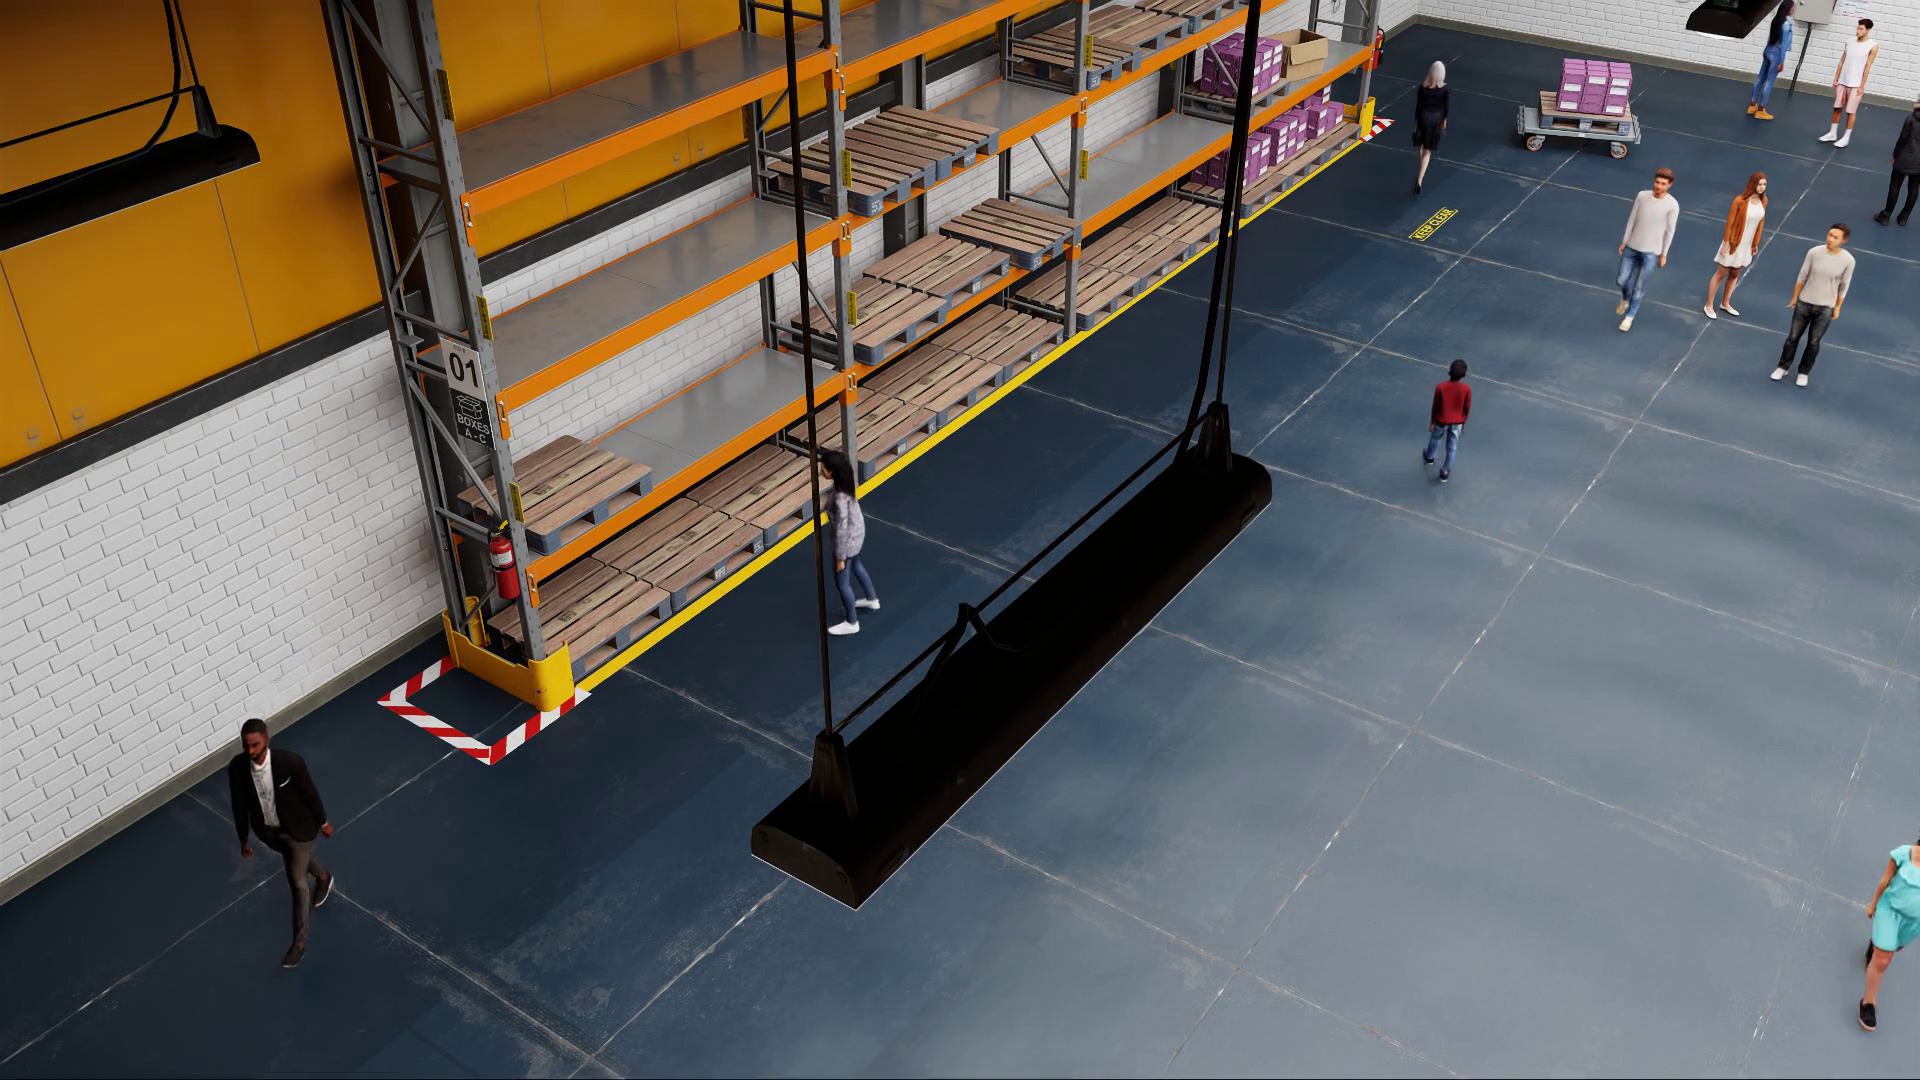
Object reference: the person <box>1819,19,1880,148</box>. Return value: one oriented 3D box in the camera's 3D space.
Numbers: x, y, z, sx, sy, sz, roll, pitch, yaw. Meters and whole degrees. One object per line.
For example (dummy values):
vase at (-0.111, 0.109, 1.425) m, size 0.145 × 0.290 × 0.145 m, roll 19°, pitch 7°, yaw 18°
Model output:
person at (12.618, -6.469, 23.491) m, size 0.735 × 1.778 × 0.739 m, roll -17°, pitch 37°, yaw -24°

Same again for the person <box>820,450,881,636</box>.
person at (-0.935, -0.003, 13.814) m, size 0.878 × 1.720 × 0.771 m, roll 3°, pitch 34°, yaw 4°

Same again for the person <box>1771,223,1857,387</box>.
person at (9.016, -2.503, 17.495) m, size 0.633 × 1.810 × 0.527 m, roll 21°, pitch 39°, yaw 29°

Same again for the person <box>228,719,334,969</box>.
person at (-4.436, 1.858, 10.991) m, size 1.112 × 1.747 × 1.284 m, roll 1°, pitch 34°, yaw 1°

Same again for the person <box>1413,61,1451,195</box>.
person at (6.190, -5.396, 21.956) m, size 0.780 × 1.690 × 1.261 m, roll 12°, pitch 36°, yaw 18°

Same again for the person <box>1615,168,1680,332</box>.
person at (7.665, -3.282, 18.591) m, size 0.685 × 1.893 × 0.754 m, roll 22°, pitch 39°, yaw 29°

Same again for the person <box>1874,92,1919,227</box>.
person at (12.054, -4.840, 21.040) m, size 0.711 × 1.778 × 0.724 m, roll 6°, pitch 34°, yaw 8°

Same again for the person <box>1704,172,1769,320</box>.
person at (8.831, -3.370, 18.878) m, size 0.703 × 1.722 × 0.776 m, roll -8°, pitch 34°, yaw -12°

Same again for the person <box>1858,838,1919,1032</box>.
person at (5.960, 2.309, 10.506) m, size 0.712 × 1.533 × 1.081 m, roll 12°, pitch 36°, yaw 18°

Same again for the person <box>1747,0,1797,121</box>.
person at (11.963, -7.092, 24.488) m, size 0.739 × 1.712 × 0.649 m, roll -1°, pitch 34°, yaw -2°

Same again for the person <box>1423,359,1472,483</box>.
person at (4.692, -1.125, 15.938) m, size 0.692 × 1.239 × 0.826 m, roll 5°, pitch 34°, yaw 7°
